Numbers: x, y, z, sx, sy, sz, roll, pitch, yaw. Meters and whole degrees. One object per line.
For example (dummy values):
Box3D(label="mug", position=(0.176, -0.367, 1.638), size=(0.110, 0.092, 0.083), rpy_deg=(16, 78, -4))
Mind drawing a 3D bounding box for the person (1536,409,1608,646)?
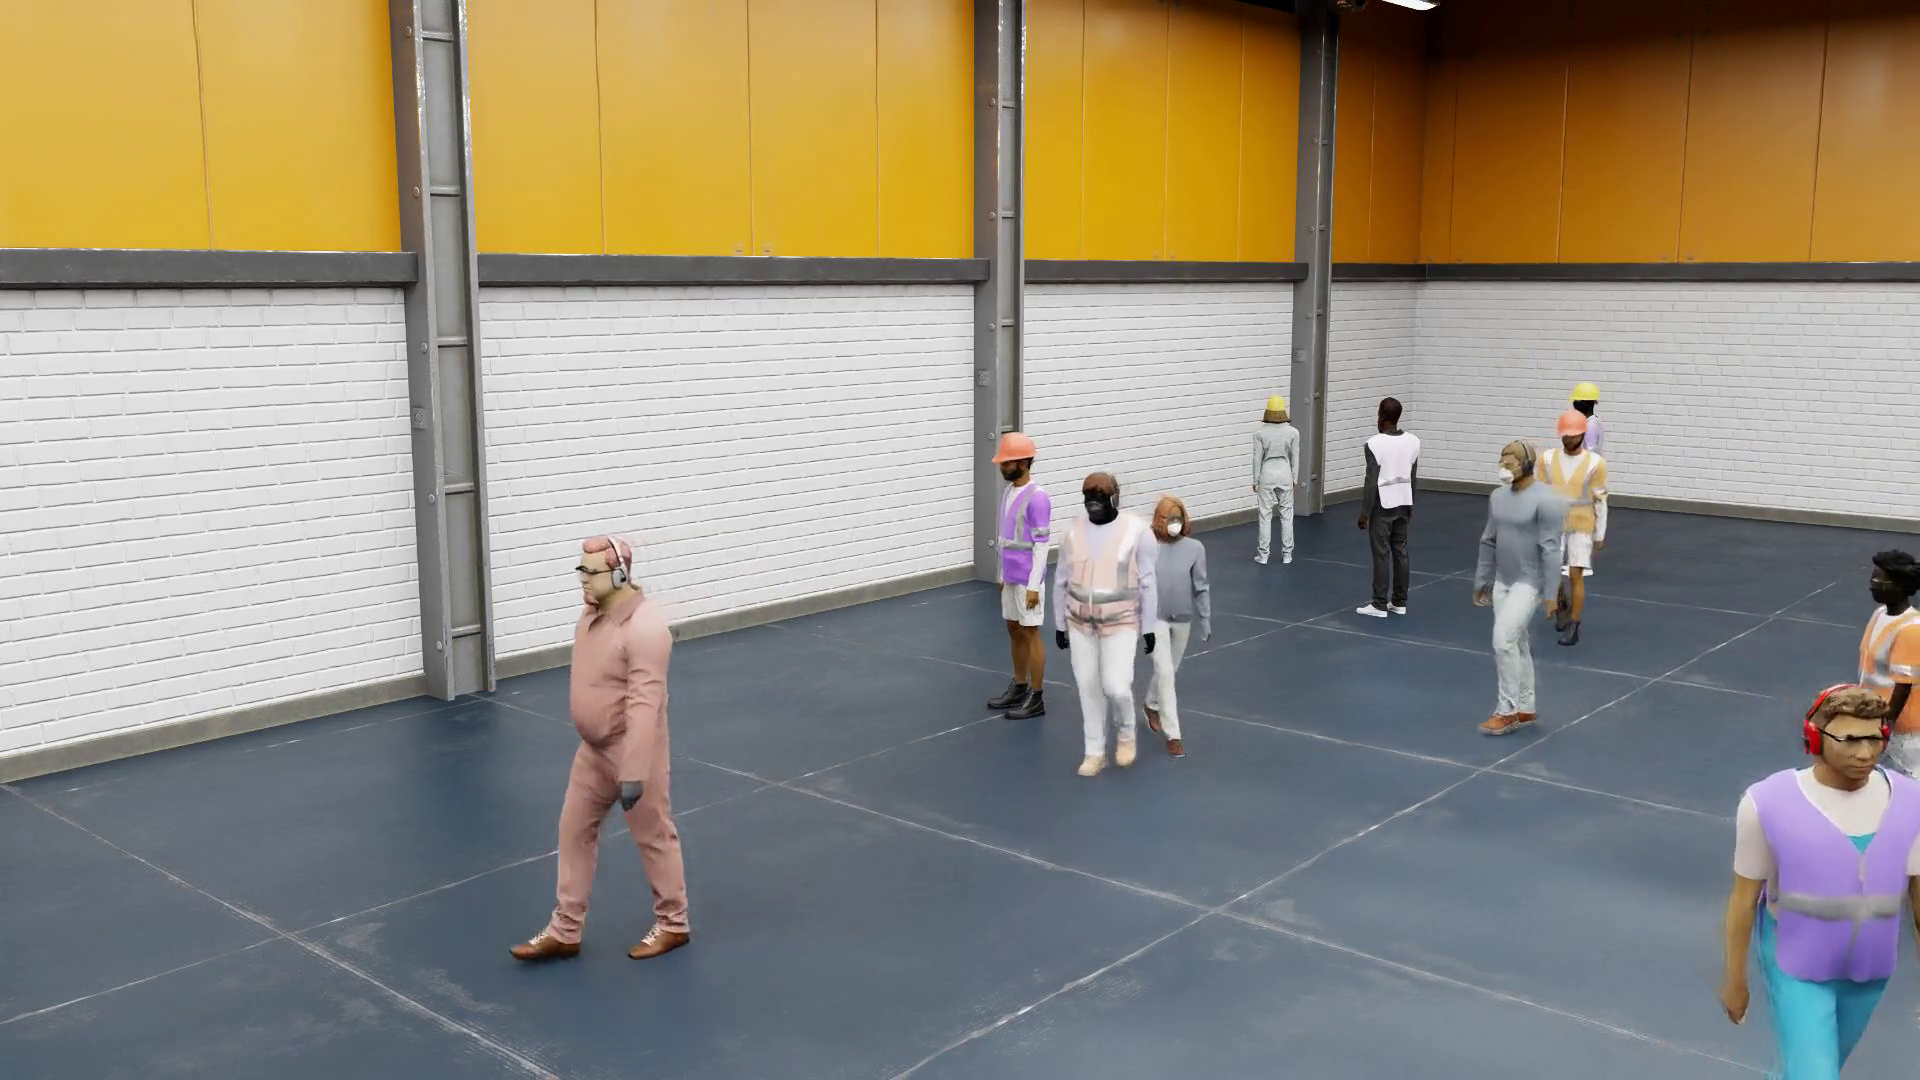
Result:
Box3D(label="person", position=(4.914, -0.107, 13.420), size=(0.575, 1.919, 0.525), rpy_deg=(6, 11, 32))

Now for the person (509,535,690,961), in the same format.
Box3D(label="person", position=(-1.552, 0.920, 7.114), size=(0.870, 1.872, 0.668), rpy_deg=(-7, 12, -39))

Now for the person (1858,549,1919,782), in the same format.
Box3D(label="person", position=(4.503, 0.865, 8.133), size=(0.861, 1.644, 0.551), rpy_deg=(2, 9, 10))

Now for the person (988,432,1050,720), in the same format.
Box3D(label="person", position=(0.383, 0.241, 11.204), size=(0.389, 1.930, 0.548), rpy_deg=(-4, 10, -24))

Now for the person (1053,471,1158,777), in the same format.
Box3D(label="person", position=(0.839, 0.503, 9.850), size=(0.649, 1.831, 0.438), rpy_deg=(4, 10, 26))

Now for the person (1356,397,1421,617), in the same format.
Box3D(label="person", position=(3.741, -0.283, 14.518), size=(0.589, 1.920, 0.392), rpy_deg=(-5, 10, -30))

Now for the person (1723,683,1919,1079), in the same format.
Box3D(label="person", position=(2.600, 1.308, 4.916), size=(0.570, 1.794, 0.969), rpy_deg=(-1, 9, -5))

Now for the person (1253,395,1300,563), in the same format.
Box3D(label="person", position=(3.256, -0.623, 17.196), size=(0.485, 1.745, 0.289), rpy_deg=(0, 9, 1))

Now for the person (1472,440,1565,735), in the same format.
Box3D(label="person", position=(3.541, 0.311, 10.794), size=(0.690, 1.914, 0.656), rpy_deg=(-3, 9, -17))

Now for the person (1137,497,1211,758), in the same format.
Box3D(label="person", position=(1.317, 0.506, 10.583), size=(0.511, 1.597, 0.839), rpy_deg=(-2, 9, -14))

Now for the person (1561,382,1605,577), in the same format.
Box3D(label="person", position=(6.164, -0.597, 16.454), size=(0.361, 1.930, 0.585), rpy_deg=(3, 9, 17))
